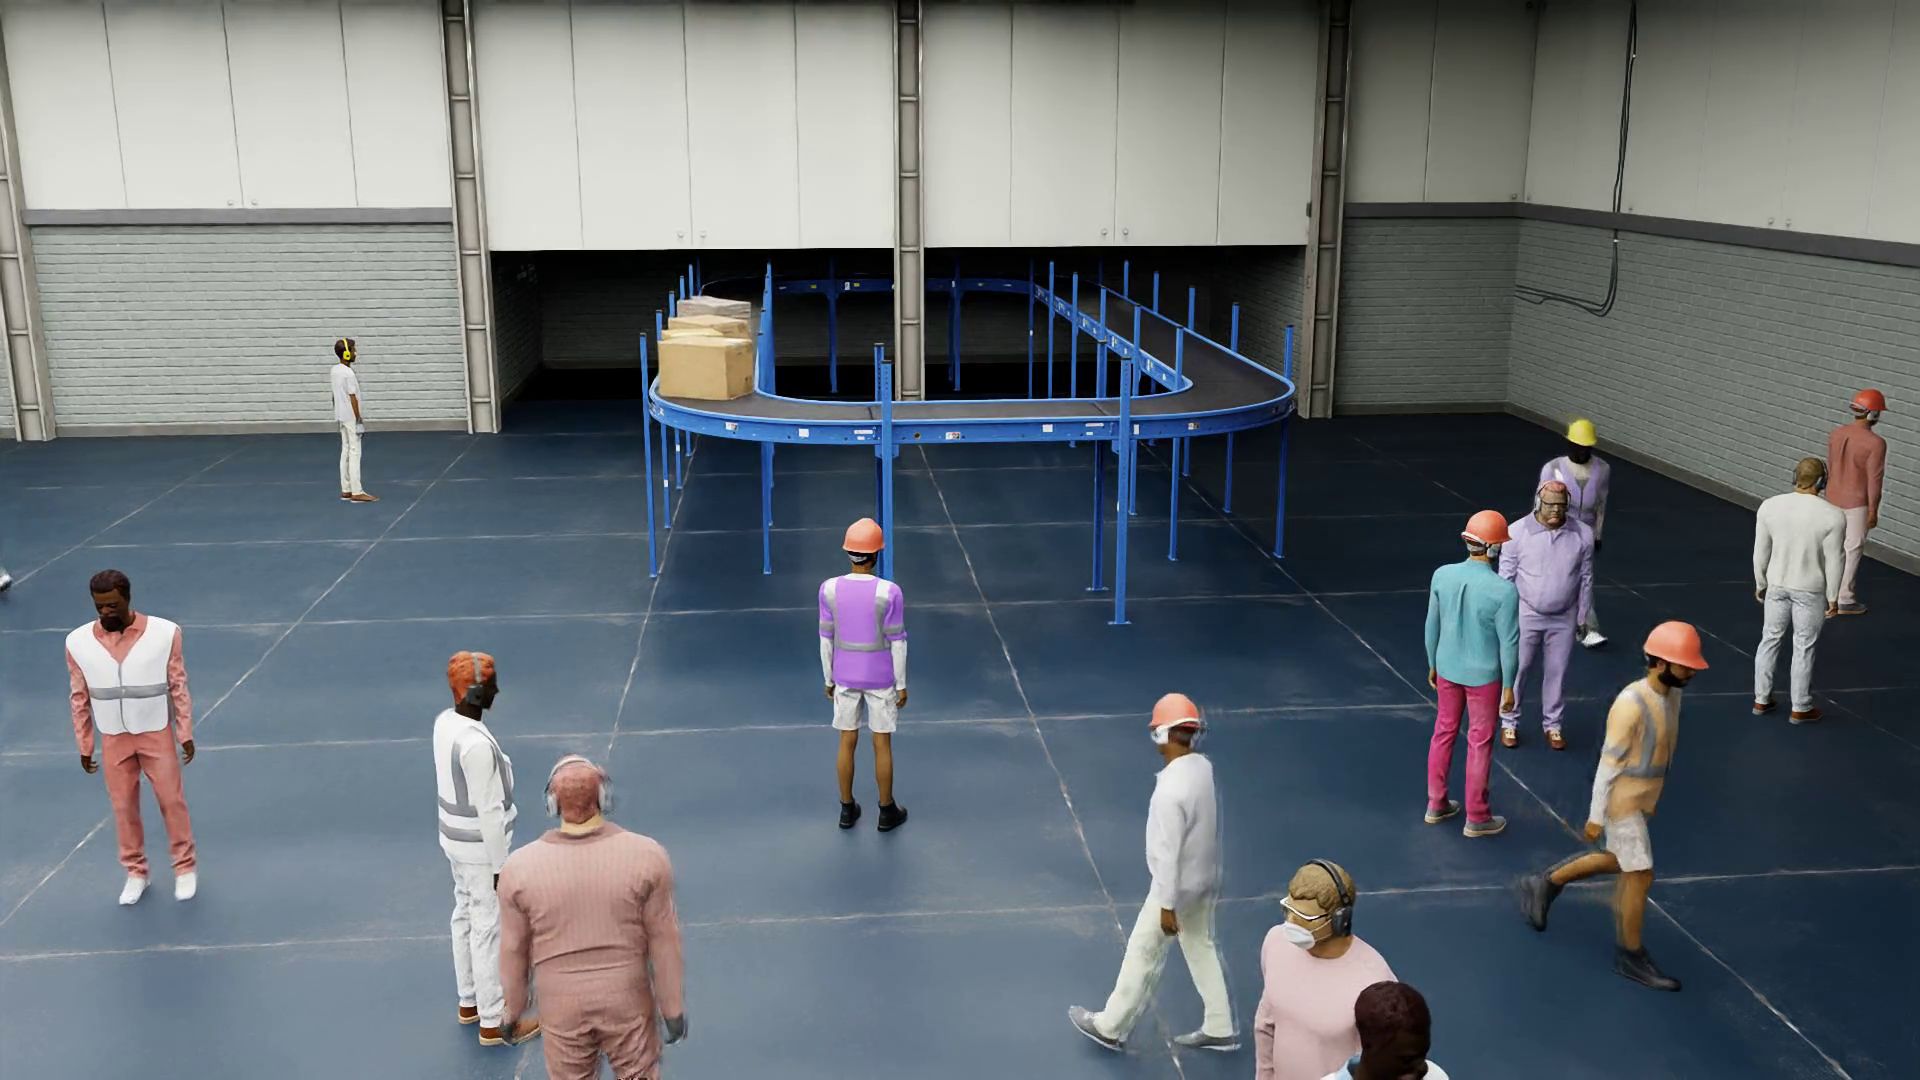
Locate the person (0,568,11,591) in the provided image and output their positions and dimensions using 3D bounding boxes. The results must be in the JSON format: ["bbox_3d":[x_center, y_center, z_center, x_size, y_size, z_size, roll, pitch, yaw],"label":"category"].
[{"bbox_3d":[-8.862,-0.334,14.784,0.446,1.900,0.645,-2,14,-10],"label":"person"}]

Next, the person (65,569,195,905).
[{"bbox_3d":[-4.546,1.068,9.163,0.599,1.908,0.400,-4,14,-14],"label":"person"}]

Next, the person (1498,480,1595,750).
[{"bbox_3d":[3.993,0.517,11.388,0.635,1.900,0.397,1,14,2],"label":"person"}]

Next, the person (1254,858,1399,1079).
[{"bbox_3d":[1.207,1.958,5.560,0.369,1.932,0.623,-8,16,-31],"label":"person"}]

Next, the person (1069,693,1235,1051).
[{"bbox_3d":[0.937,1.549,7.663,0.780,1.694,0.575,7,16,25],"label":"person"}]

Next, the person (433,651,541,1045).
[{"bbox_3d":[-2.233,1.427,7.762,0.355,1.885,0.575,-10,17,-34],"label":"person"}]

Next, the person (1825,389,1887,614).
[{"bbox_3d":[7.864,-0.344,14.649,0.408,1.986,0.617,-4,14,-14],"label":"person"}]

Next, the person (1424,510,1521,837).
[{"bbox_3d":[3.105,0.795,10.066,0.396,1.992,0.619,-11,18,-36],"label":"person"}]

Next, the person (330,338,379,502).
[{"bbox_3d":[-6.937,-1.362,18.952,0.317,1.870,0.531,-14,19,-43],"label":"person"}]

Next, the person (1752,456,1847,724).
[{"bbox_3d":[6.006,0.357,11.946,0.371,1.935,0.627,-11,18,-38],"label":"person"}]

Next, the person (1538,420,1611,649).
[{"bbox_3d":[5.059,-0.052,13.693,0.613,1.874,0.983,0,14,-1],"label":"person"}]

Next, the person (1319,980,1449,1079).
[{"bbox_3d":[1.161,2.139,4.867,0.596,1.910,0.386,-8,16,-29],"label":"person"}]

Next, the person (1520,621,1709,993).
[{"bbox_3d":[3.285,1.267,8.408,0.866,1.901,0.564,13,19,42],"label":"person"}]

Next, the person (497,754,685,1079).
[{"bbox_3d":[-1.416,1.760,6.429,0.708,1.893,0.476,-3,14,-13],"label":"person"}]

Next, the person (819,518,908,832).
[{"bbox_3d":[-0.573,0.820,10.080,0.543,1.939,0.360,4,14,14],"label":"person"}]
